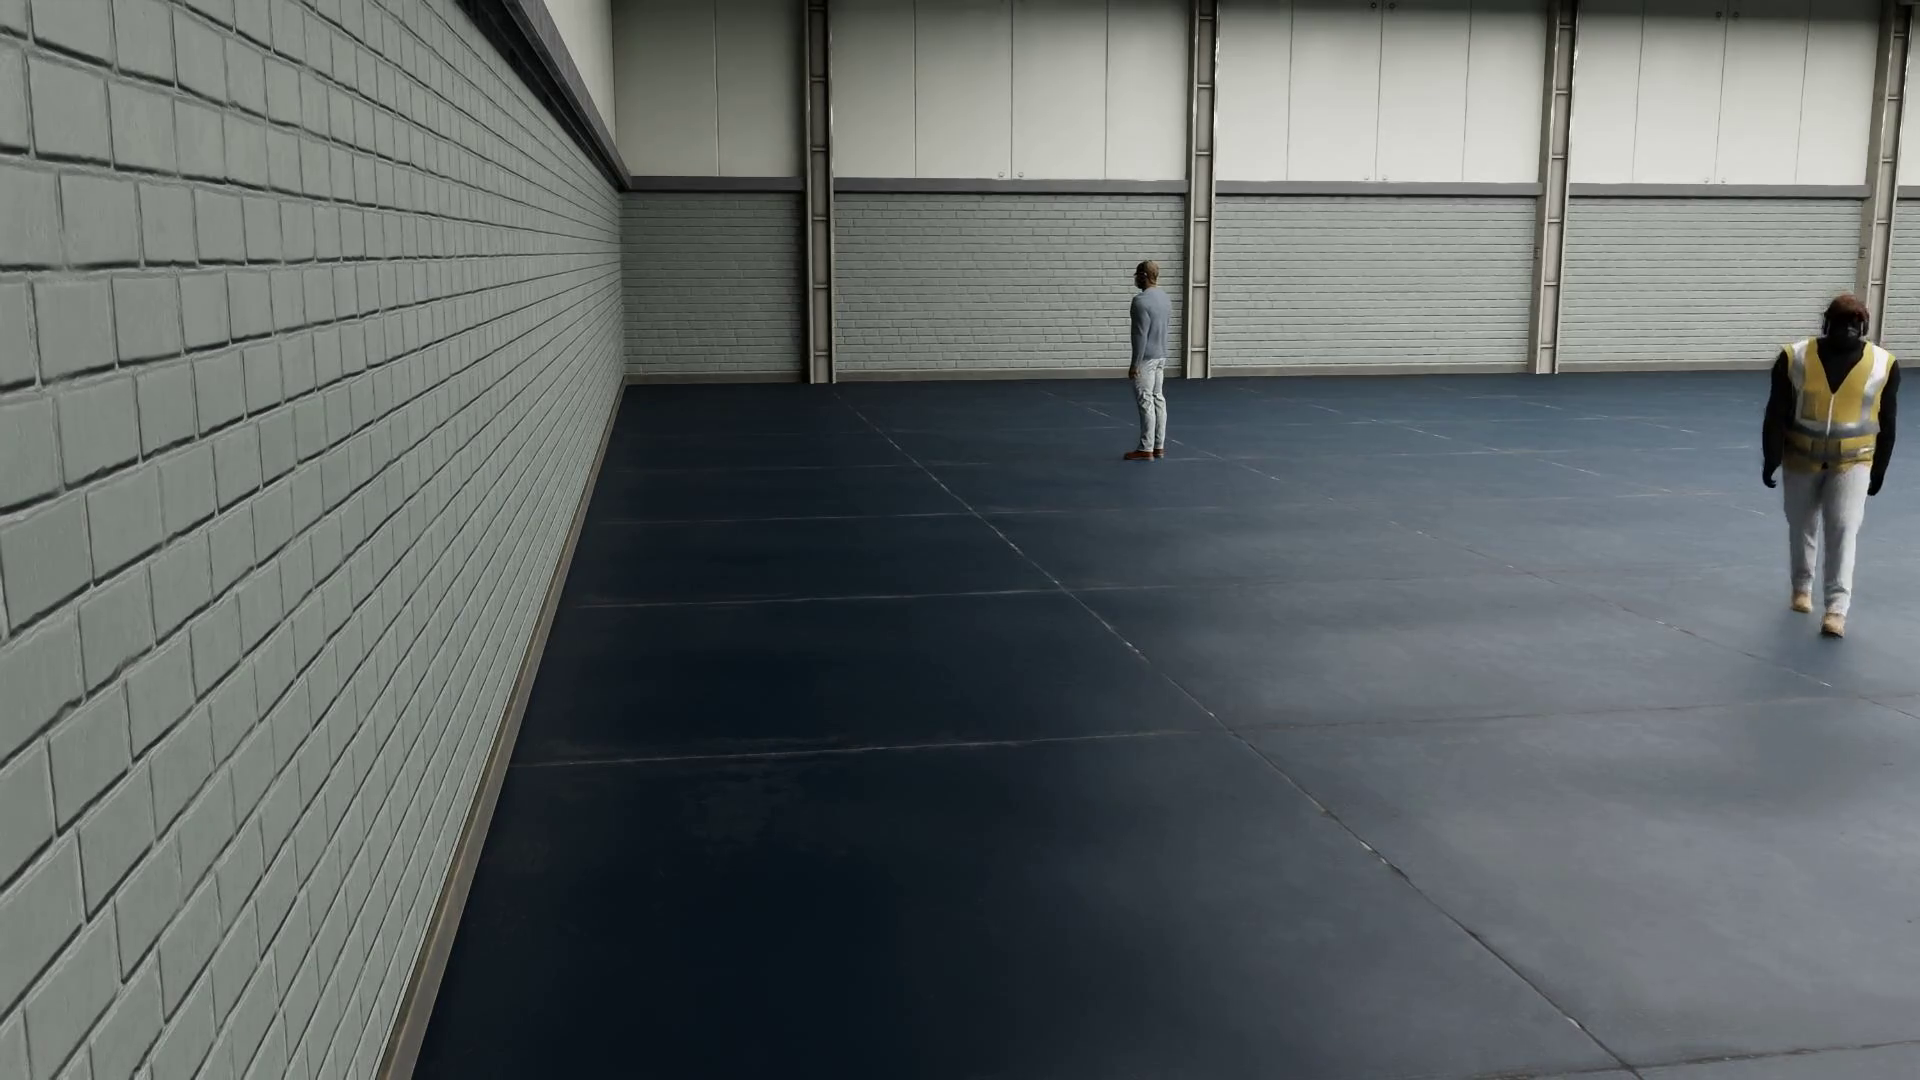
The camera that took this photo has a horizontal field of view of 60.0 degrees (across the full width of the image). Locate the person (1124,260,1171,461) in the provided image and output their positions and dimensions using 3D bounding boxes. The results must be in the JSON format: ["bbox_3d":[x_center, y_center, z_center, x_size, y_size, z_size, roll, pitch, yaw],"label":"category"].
[{"bbox_3d":[1.818,-1.738,16.139,0.356,1.938,0.638,6,12,32],"label":"person"}]

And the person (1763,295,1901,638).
[{"bbox_3d":[4.706,-0.427,9.036,0.628,1.800,0.951,6,11,29],"label":"person"}]
